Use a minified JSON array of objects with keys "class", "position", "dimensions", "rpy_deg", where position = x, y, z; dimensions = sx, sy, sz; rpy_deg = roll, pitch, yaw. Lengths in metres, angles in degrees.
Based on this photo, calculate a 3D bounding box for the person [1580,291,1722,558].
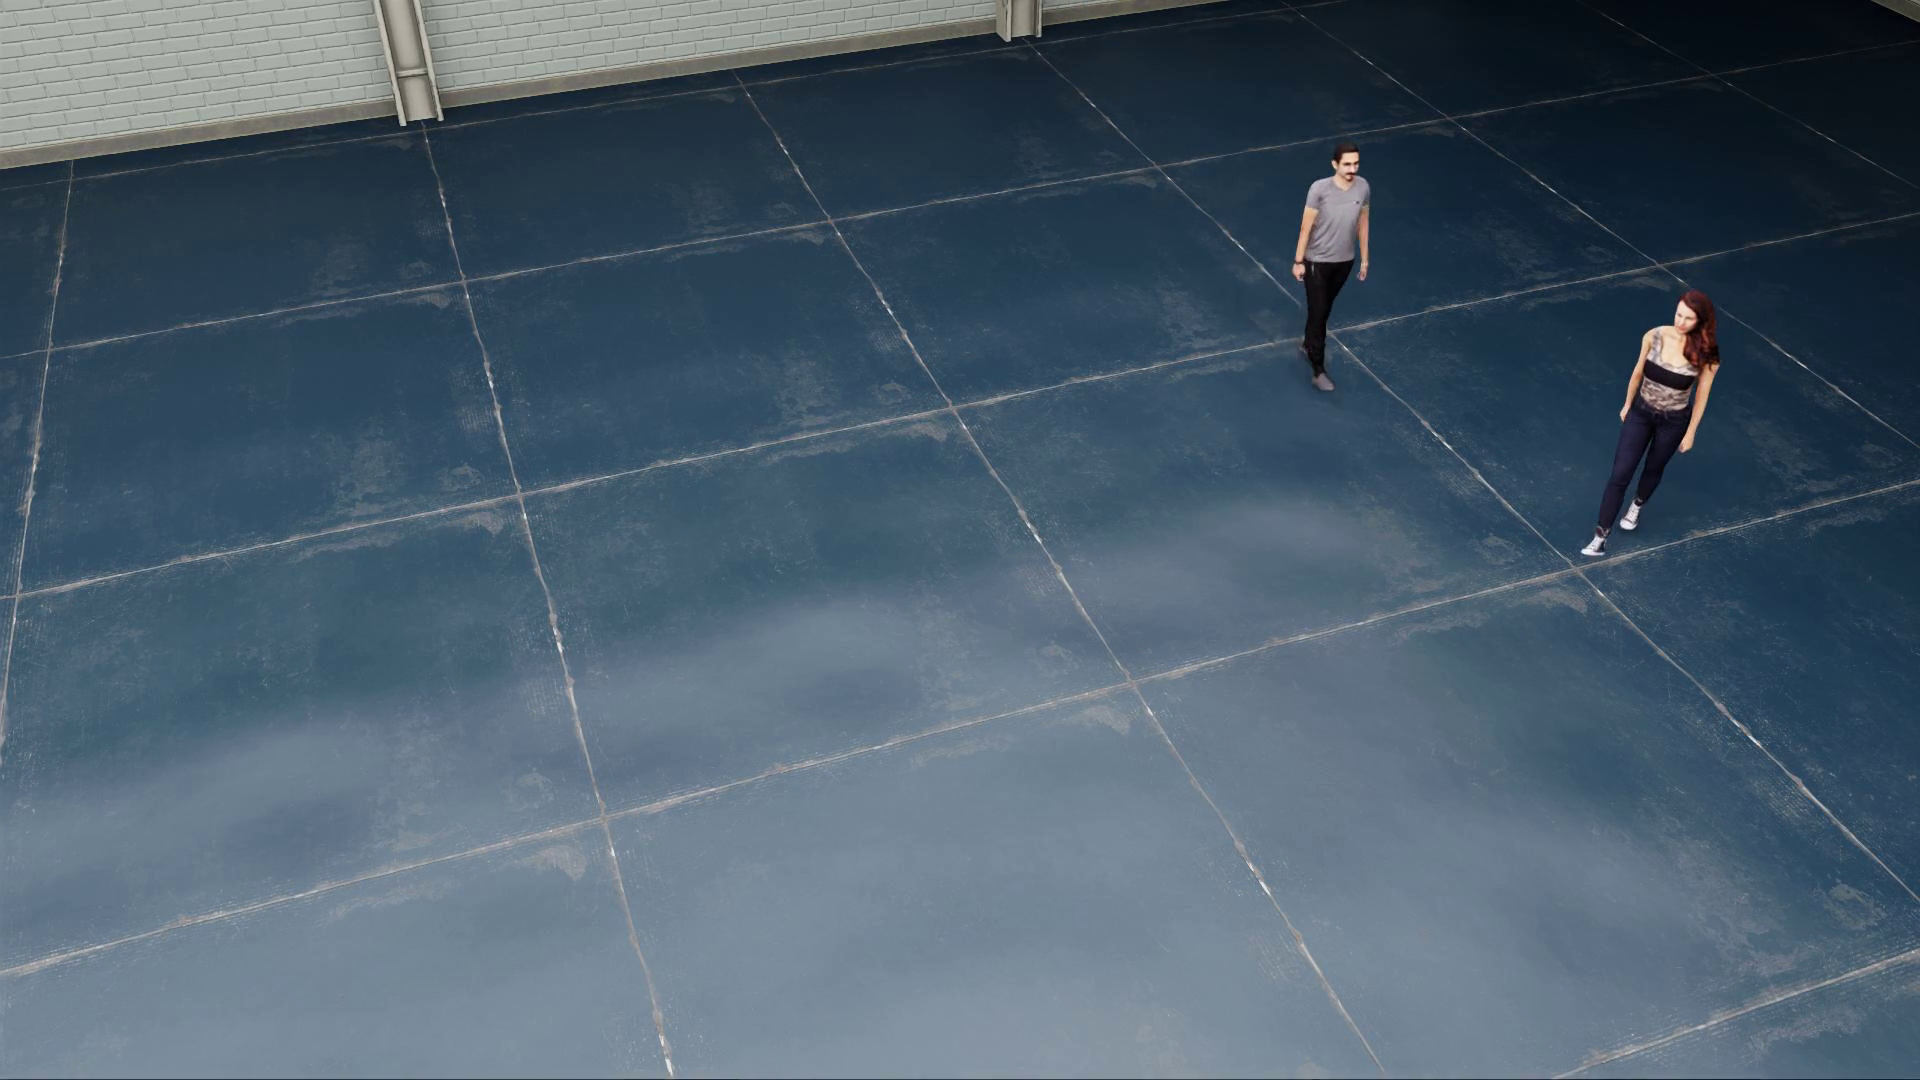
[{"class":"person","position":[4.230,-0.750,10.011],"dimensions":[1.008,1.737,1.158],"rpy_deg":[23,43,26]}]

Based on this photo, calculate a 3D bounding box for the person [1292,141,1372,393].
[{"class":"person","position":[2.535,-1.992,11.600],"dimensions":[0.867,1.734,0.703],"rpy_deg":[-12,40,-15]}]
